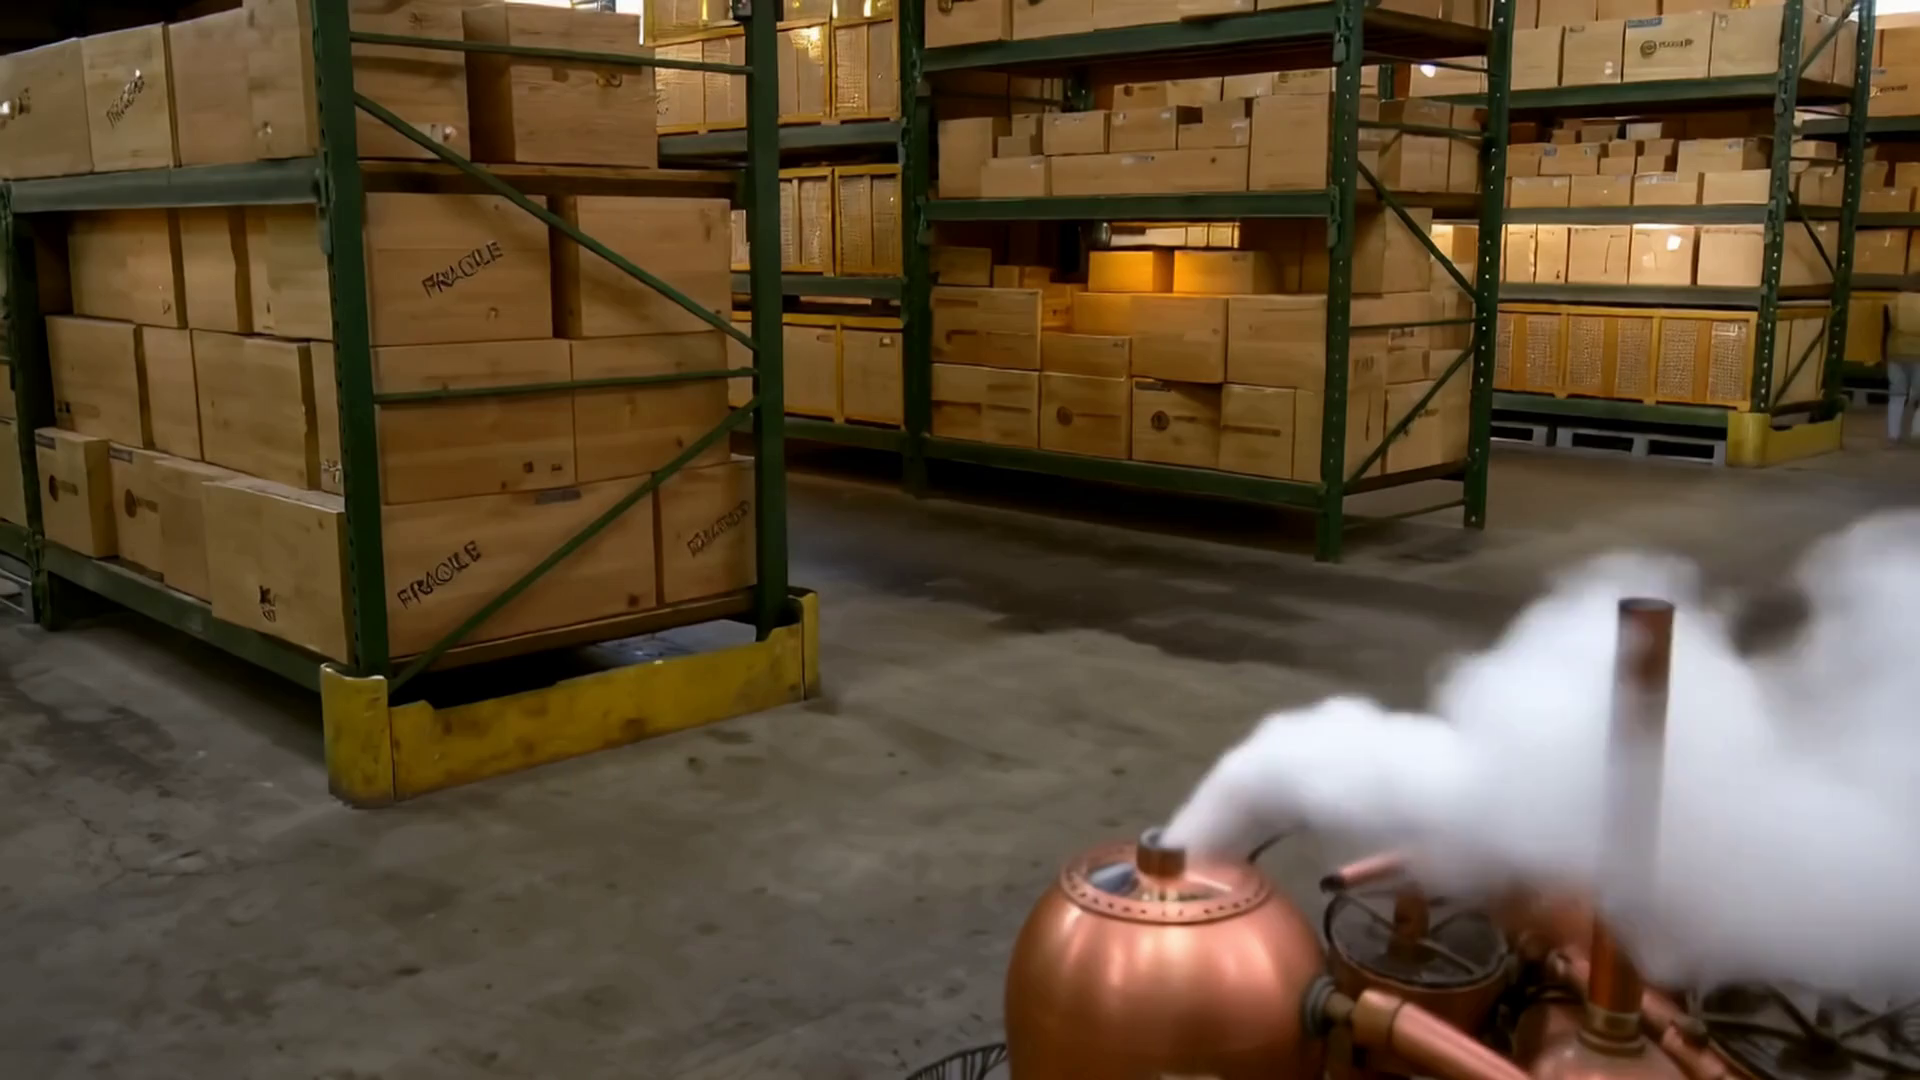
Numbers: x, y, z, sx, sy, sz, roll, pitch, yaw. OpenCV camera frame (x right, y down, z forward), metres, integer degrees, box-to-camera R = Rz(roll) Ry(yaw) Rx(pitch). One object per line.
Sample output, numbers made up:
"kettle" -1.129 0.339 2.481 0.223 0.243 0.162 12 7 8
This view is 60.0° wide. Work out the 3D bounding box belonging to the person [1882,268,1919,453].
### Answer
"person" 9.385 -1.760 16.349 0.588 1.823 0.637 -10 14 -42
